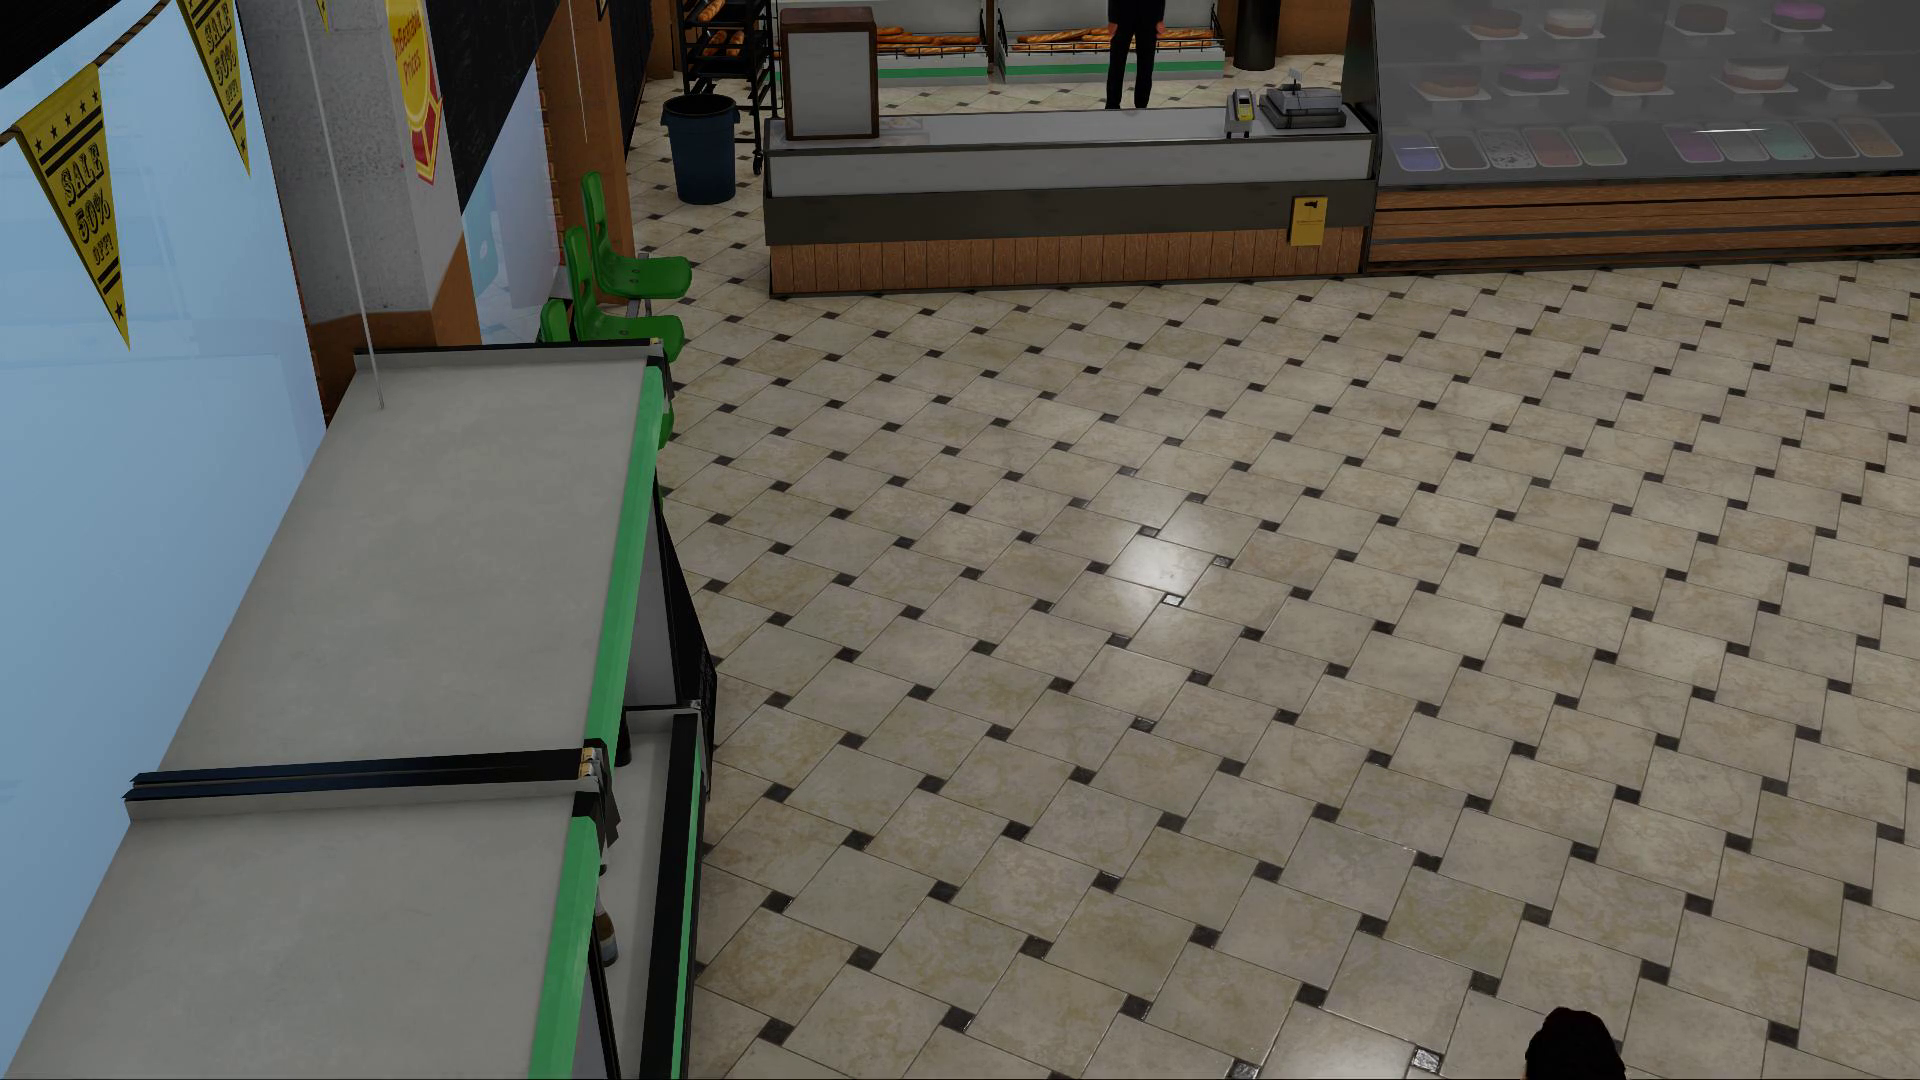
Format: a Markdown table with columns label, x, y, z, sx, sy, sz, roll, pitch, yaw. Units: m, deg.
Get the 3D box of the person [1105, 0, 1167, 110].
| label | x | y | z | sx | sy | sz | roll | pitch | yaw |
| --- | --- | --- | --- | --- | --- | --- | --- | --- | --- |
| person | 1.431 | -4.244 | 13.475 | 0.619 | 1.867 | 0.573 | -2 | 32 | -3 |
